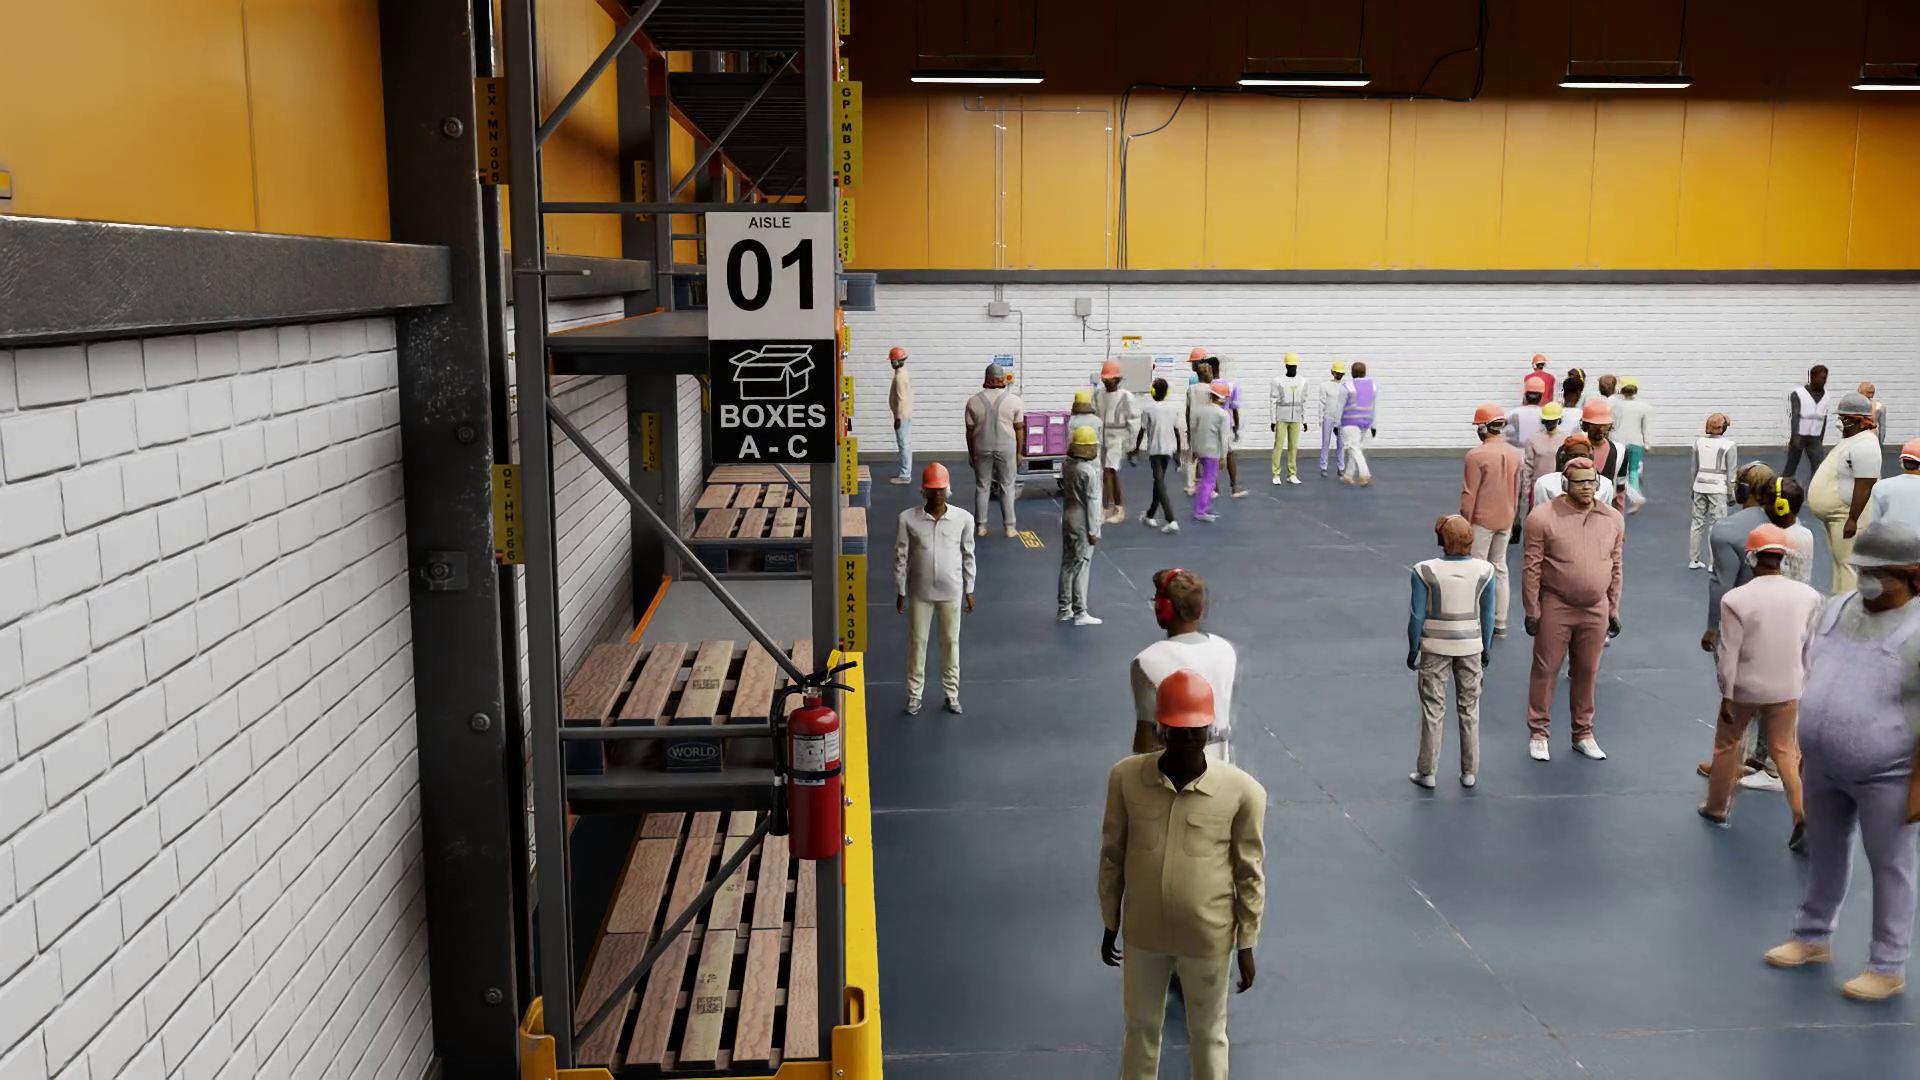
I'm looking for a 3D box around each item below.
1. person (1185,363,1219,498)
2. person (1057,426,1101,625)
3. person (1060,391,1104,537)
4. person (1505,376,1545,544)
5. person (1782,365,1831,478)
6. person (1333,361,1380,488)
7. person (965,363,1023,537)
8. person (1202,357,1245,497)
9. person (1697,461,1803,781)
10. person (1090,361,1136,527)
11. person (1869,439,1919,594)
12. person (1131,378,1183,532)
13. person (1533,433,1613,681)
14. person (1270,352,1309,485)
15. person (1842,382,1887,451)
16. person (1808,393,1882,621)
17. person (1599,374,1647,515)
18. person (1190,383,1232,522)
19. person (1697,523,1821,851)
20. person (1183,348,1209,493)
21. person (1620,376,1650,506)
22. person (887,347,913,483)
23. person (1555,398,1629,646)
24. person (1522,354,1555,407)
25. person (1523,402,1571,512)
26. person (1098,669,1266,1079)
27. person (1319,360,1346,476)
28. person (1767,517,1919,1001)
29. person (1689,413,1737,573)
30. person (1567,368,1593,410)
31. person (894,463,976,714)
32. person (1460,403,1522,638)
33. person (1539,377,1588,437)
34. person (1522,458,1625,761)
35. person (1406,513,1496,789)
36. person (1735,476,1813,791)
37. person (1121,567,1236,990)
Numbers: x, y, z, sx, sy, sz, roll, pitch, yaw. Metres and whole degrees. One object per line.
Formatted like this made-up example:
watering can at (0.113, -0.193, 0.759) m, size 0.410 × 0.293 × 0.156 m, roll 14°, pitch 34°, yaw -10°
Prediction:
person at (3.296, -1.485, 22.660) m, size 0.336 × 1.842 × 0.508 m, roll -8°, pitch 12°, yaw -41°
person at (1.059, -0.124, 14.457) m, size 0.313 × 1.736 × 0.485 m, roll -5°, pitch 10°, yaw -27°
person at (1.447, -0.893, 19.415) m, size 0.475 × 1.688 × 0.896 m, roll -2°, pitch 9°, yaw -15°
person at (6.335, -0.861, 18.488) m, size 0.555 × 1.917 × 0.597 m, roll 3°, pitch 10°, yaw 21°
person at (11.016, -1.313, 21.502) m, size 0.604 × 1.862 × 1.019 m, roll -1°, pitch 9°, yaw -7°
person at (5.735, -1.663, 23.917) m, size 0.630 × 1.806 × 0.921 m, roll -3°, pitch 10°, yaw -20°
person at (0.412, -1.055, 19.338) m, size 0.681 × 2.000 × 0.535 m, roll 2°, pitch 9°, yaw 11°
person at (3.524, -1.540, 22.773) m, size 0.711 × 1.930 × 0.495 m, roll 0°, pitch 9°, yaw -2°
person at (4.705, 0.494, 9.933) m, size 0.629 × 1.940 × 0.379 m, roll -3°, pitch 10°, yaw -18°
person at (1.736, -1.149, 20.036) m, size 0.958 × 1.998 × 0.628 m, roll -9°, pitch 13°, yaw -44°
person at (7.490, 0.074, 13.151) m, size 0.329 × 1.751 × 0.566 m, roll -9°, pitch 12°, yaw -43°
person at (2.368, -1.014, 19.814) m, size 0.532 × 1.824 × 0.990 m, roll -4°, pitch 10°, yaw -26°
person at (4.490, 0.154, 12.245) m, size 0.576 × 1.881 × 0.352 m, roll 1°, pitch 9°, yaw 5°
person at (4.783, -1.764, 24.147) m, size 0.589 × 1.928 × 0.384 m, roll -2°, pitch 9°, yaw -12°
person at (11.905, -1.265, 21.925) m, size 0.512 × 1.637 × 0.307 m, roll 4°, pitch 10°, yaw 26°
person at (7.574, -0.249, 14.282) m, size 0.537 × 2.000 × 0.678 m, roll 3°, pitch 10°, yaw 19°
person at (8.222, -1.166, 20.781) m, size 0.652 × 1.813 × 0.551 m, roll 7°, pitch 11°, yaw 36°
person at (3.129, -1.083, 20.556) m, size 0.623 × 1.710 × 0.578 m, roll -5°, pitch 10°, yaw -29°
person at (4.305, 0.769, 8.887) m, size 0.562 × 1.718 × 0.774 m, roll 0°, pitch 9°, yaw -1°
person at (3.334, -1.657, 23.212) m, size 0.409 × 2.028 × 0.619 m, roll 8°, pitch 12°, yaw 41°
person at (8.533, -1.220, 21.276) m, size 0.551 × 1.748 × 0.448 m, roll 1°, pitch 9°, yaw 9°
person at (-0.875, -1.818, 24.288) m, size 0.392 × 1.991 × 0.612 m, roll 1°, pitch 9°, yaw 6°
person at (5.150, -0.137, 13.571) m, size 0.614 × 2.040 × 0.390 m, roll -1°, pitch 9°, yaw -4°
person at (9.438, -2.169, 27.232) m, size 0.573 × 1.750 × 0.332 m, roll -3°, pitch 9°, yaw -16°
person at (5.991, -0.528, 16.925) m, size 0.519 × 1.757 × 0.342 m, roll 4°, pitch 10°, yaw 26°
person at (0.723, 1.285, 5.535) m, size 0.561 × 1.755 × 0.318 m, roll 3°, pitch 10°, yaw 21°
person at (5.669, -1.827, 25.079) m, size 0.526 × 1.761 × 0.342 m, roll 0°, pitch 9°, yaw -1°
person at (3.814, 0.906, 7.030) m, size 0.537 × 2.000 × 0.685 m, roll -4°, pitch 10°, yaw -23°
person at (7.689, -0.479, 17.012) m, size 0.312 × 1.634 × 0.514 m, roll -5°, pitch 10°, yaw -28°
person at (7.831, -1.251, 21.150) m, size 0.344 × 1.860 × 0.523 m, roll -2°, pitch 9°, yaw -14°
person at (-0.171, 0.336, 11.490) m, size 0.572 × 1.753 × 0.335 m, roll -1°, pitch 9°, yaw -4°
person at (4.390, -0.149, 13.860) m, size 0.624 × 1.981 × 0.414 m, roll -5°, pitch 11°, yaw -30°
person at (6.609, -0.810, 18.136) m, size 0.636 × 1.933 × 0.777 m, roll 7°, pitch 12°, yaw 39°
person at (3.841, 0.434, 10.411) m, size 0.641 × 1.908 × 0.408 m, roll -1°, pitch 9°, yaw -4°
person at (2.892, 0.660, 9.812) m, size 0.517 × 1.645 × 0.308 m, roll 0°, pitch 9°, yaw -2°
person at (4.817, 0.550, 9.822) m, size 0.329 × 1.865 × 0.512 m, roll 7°, pitch 12°, yaw 39°
person at (0.887, 1.020, 6.976) m, size 0.590 × 1.824 × 0.528 m, roll -7°, pitch 11°, yaw -37°
